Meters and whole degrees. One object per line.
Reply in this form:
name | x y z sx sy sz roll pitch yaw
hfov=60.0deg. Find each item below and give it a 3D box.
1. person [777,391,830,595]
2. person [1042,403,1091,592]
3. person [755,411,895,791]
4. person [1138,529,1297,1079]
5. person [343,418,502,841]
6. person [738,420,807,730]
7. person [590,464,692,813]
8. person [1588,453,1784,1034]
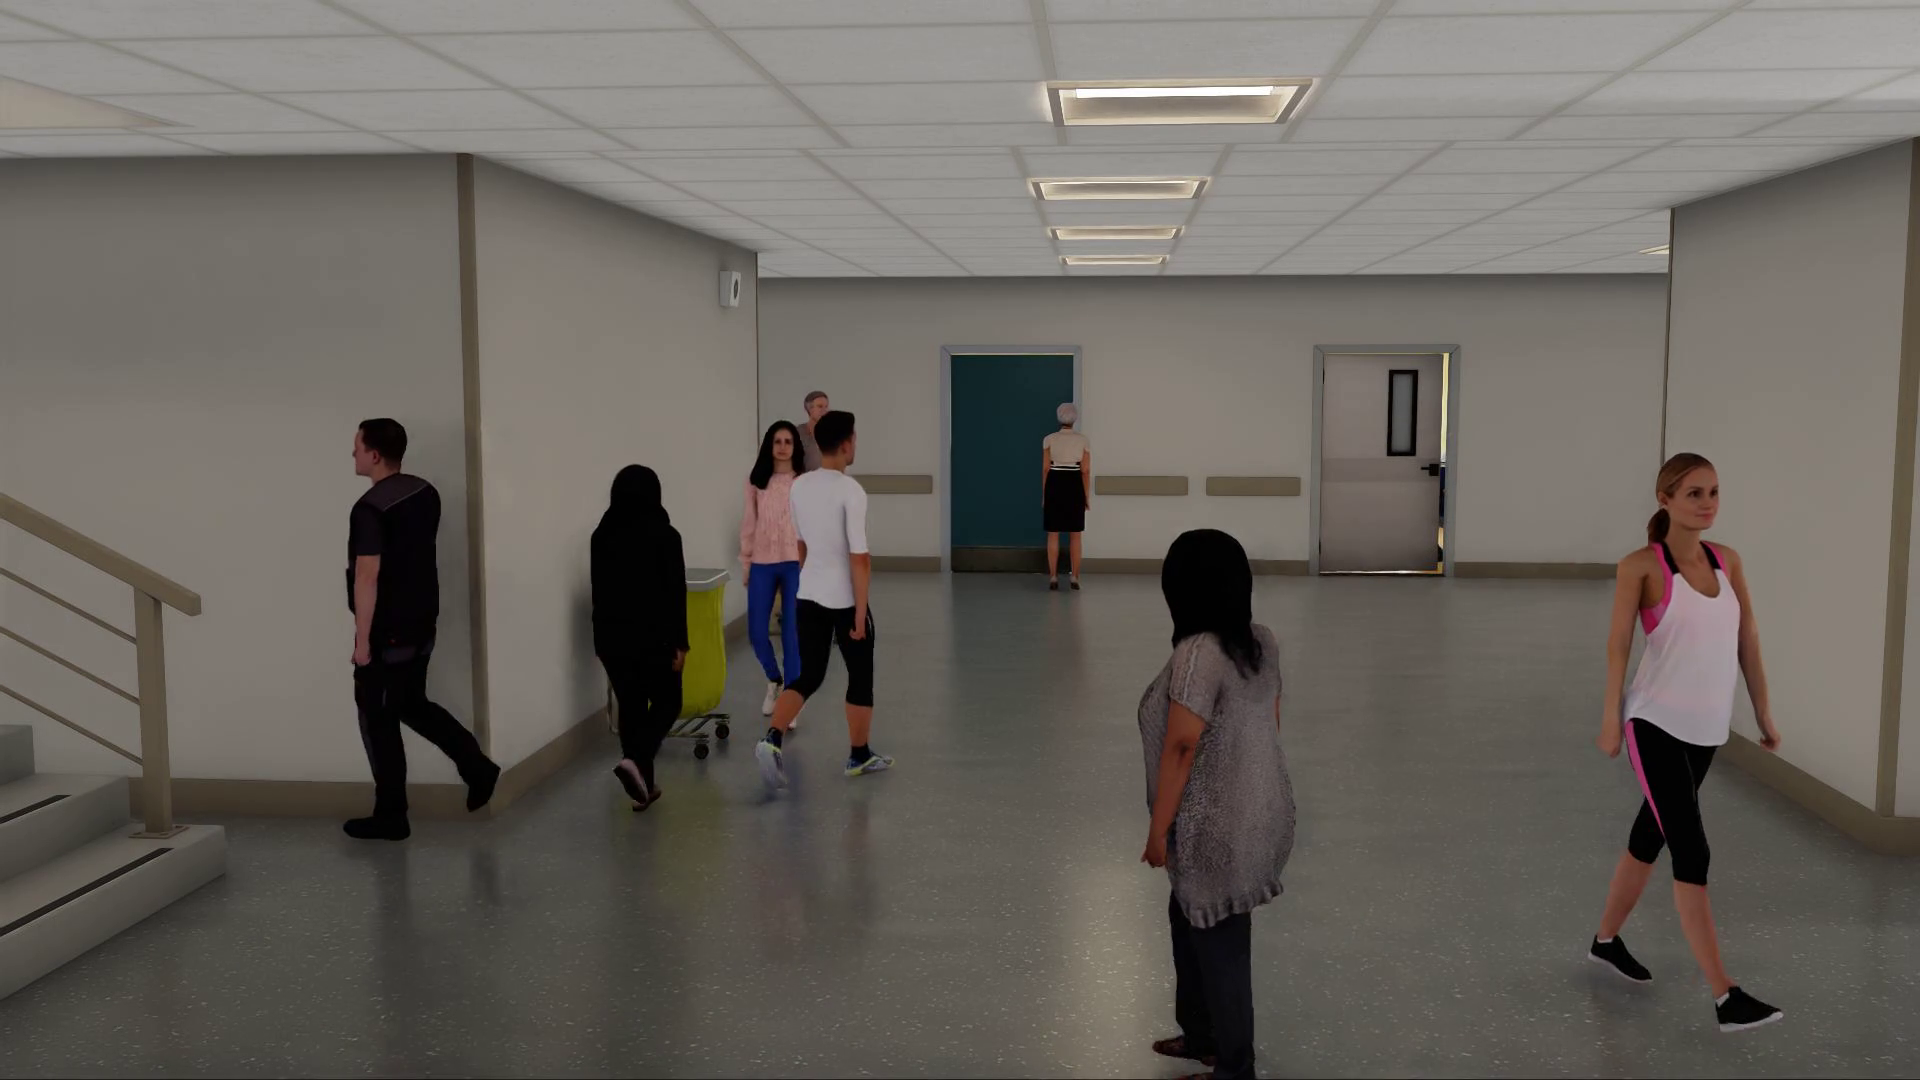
person | -1.366 -0.358 14.579 1.247 1.850 1.228 -4 7 -35
person | 0.974 -0.400 15.487 0.468 1.751 0.660 0 6 2
person | -0.691 0.308 8.084 1.175 1.824 1.106 4 7 36
person | 0.779 0.774 4.581 0.841 1.598 0.789 4 7 34
person | -2.353 0.396 7.184 0.930 1.830 0.784 2 6 15
person | -1.015 0.195 9.540 0.605 1.758 0.718 0 6 3
person | -1.486 0.474 7.554 0.778 1.600 0.760 1 6 12
person | 2.232 0.628 5.331 1.154 1.738 0.981 -2 6 -18
